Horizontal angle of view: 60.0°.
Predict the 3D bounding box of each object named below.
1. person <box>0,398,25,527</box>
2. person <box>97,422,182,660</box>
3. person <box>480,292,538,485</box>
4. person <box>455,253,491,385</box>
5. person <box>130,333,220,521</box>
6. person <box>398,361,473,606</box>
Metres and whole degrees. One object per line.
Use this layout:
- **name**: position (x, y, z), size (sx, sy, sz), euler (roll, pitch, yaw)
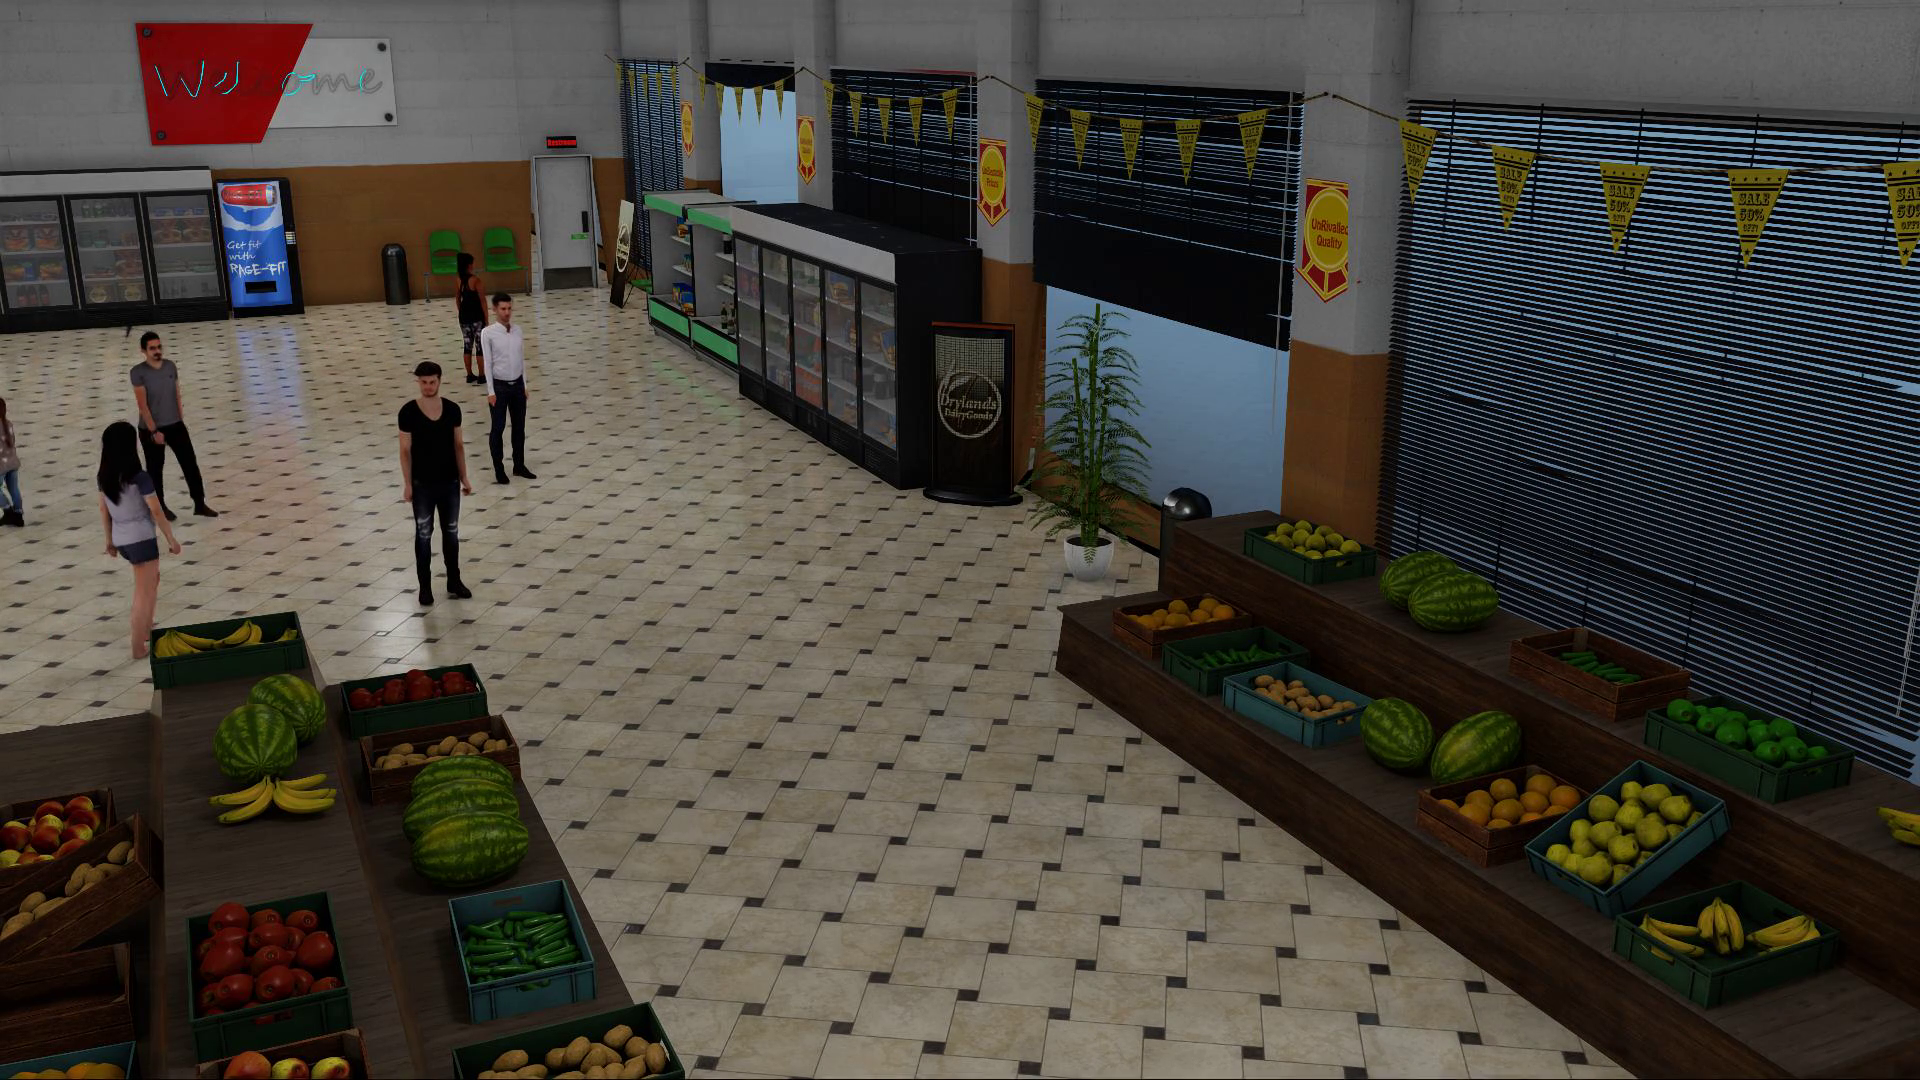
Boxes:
- **person**: position (-8.529, -0.688, 14.896), size (0.623, 1.183, 0.552), euler (5, 18, 16)
- **person**: position (-5.842, 0.028, 11.663), size (0.760, 1.692, 0.823), euler (8, 19, 25)
- **person**: position (-4.500, -1.526, 16.470), size (0.700, 1.872, 0.697), euler (16, 23, 42)
- **person**: position (-6.192, -2.813, 21.113), size (0.645, 1.636, 0.712), euler (7, 18, 21)
- **person**: position (-7.279, -1.025, 15.061), size (1.010, 1.732, 0.874), euler (11, 20, 32)
- **person**: position (-4.092, -0.466, 12.938), size (0.709, 1.895, 0.620), euler (-11, 20, -32)
